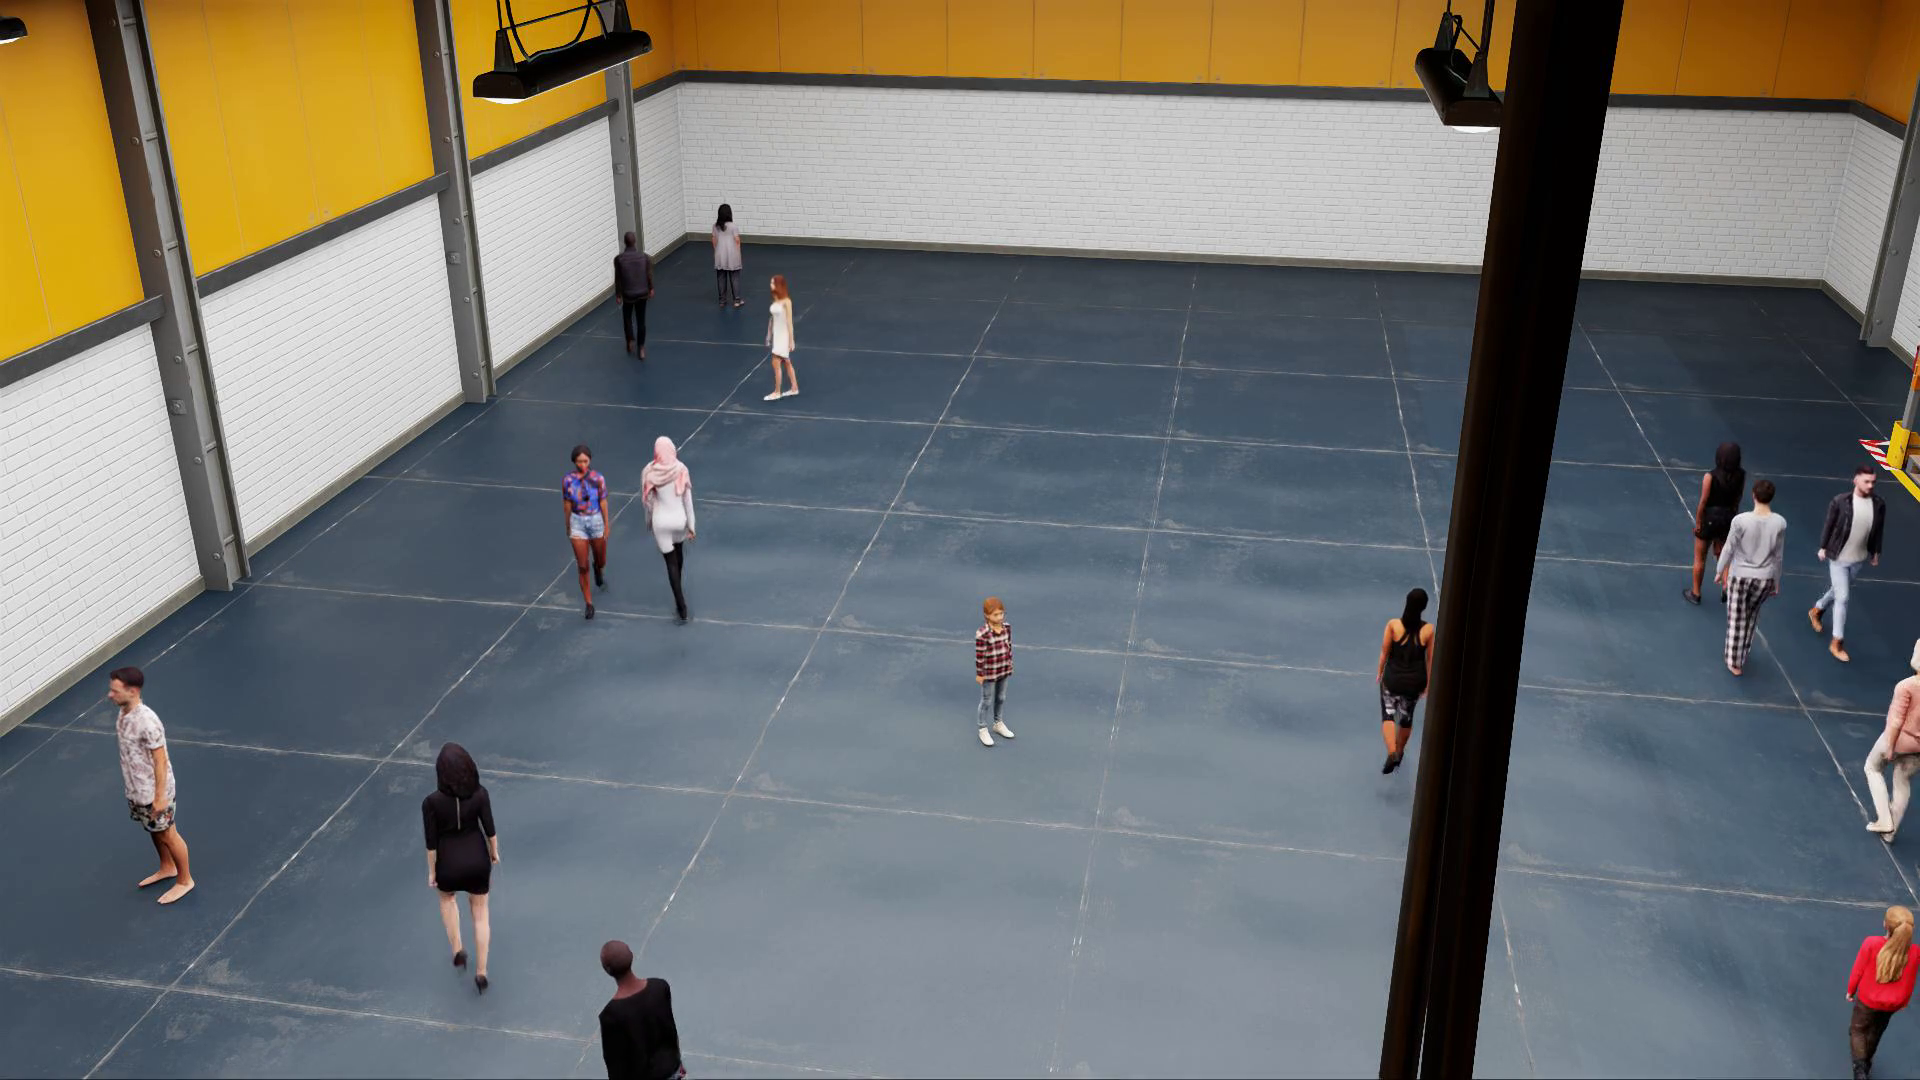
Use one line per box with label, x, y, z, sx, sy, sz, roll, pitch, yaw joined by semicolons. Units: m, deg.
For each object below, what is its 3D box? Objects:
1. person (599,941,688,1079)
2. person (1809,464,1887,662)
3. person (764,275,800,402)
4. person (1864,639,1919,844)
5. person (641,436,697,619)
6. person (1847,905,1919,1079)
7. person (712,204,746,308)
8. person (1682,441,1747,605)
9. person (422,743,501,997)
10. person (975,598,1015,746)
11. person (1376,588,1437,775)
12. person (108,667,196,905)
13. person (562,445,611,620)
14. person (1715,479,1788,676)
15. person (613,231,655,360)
person;-1.679;2.984;9.150;0.871;1.724;0.912;-19;30;-36
person;8.279;0.129;15.579;0.810;1.807;1.161;0;24;-1
person;-2.297;-2.714;22.230;0.919;1.689;0.860;-16;28;-32
person;7.159;1.537;12.474;0.676;1.714;0.696;-3;24;-6
person;-2.805;-0.081;16.143;1.023;1.739;1.278;-7;25;-17
person;5.597;2.814;10.113;0.547;1.266;0.845;6;24;14
person;-3.714;-4.541;26.506;0.660;1.611;0.681;7;25;15
person;7.431;-0.117;16.236;0.758;1.731;0.908;-4;24;-8
person;-3.228;2.207;10.855;0.794;1.783;0.855;-10;25;-21
person;0.284;1.081;14.027;0.621;1.306;0.684;-17;29;-33
person;3.581;1.158;13.422;0.579;1.649;0.845;4;24;9
person;-5.805;1.722;11.922;0.751;1.816;0.759;20;31;38
person;-3.632;-0.130;16.282;0.833;1.718;1.093;-4;24;-8
person;7.145;0.377;14.984;0.679;1.829;0.804;5;24;11
person;-4.657;-3.492;23.844;0.886;1.821;0.966;-5;24;-12
